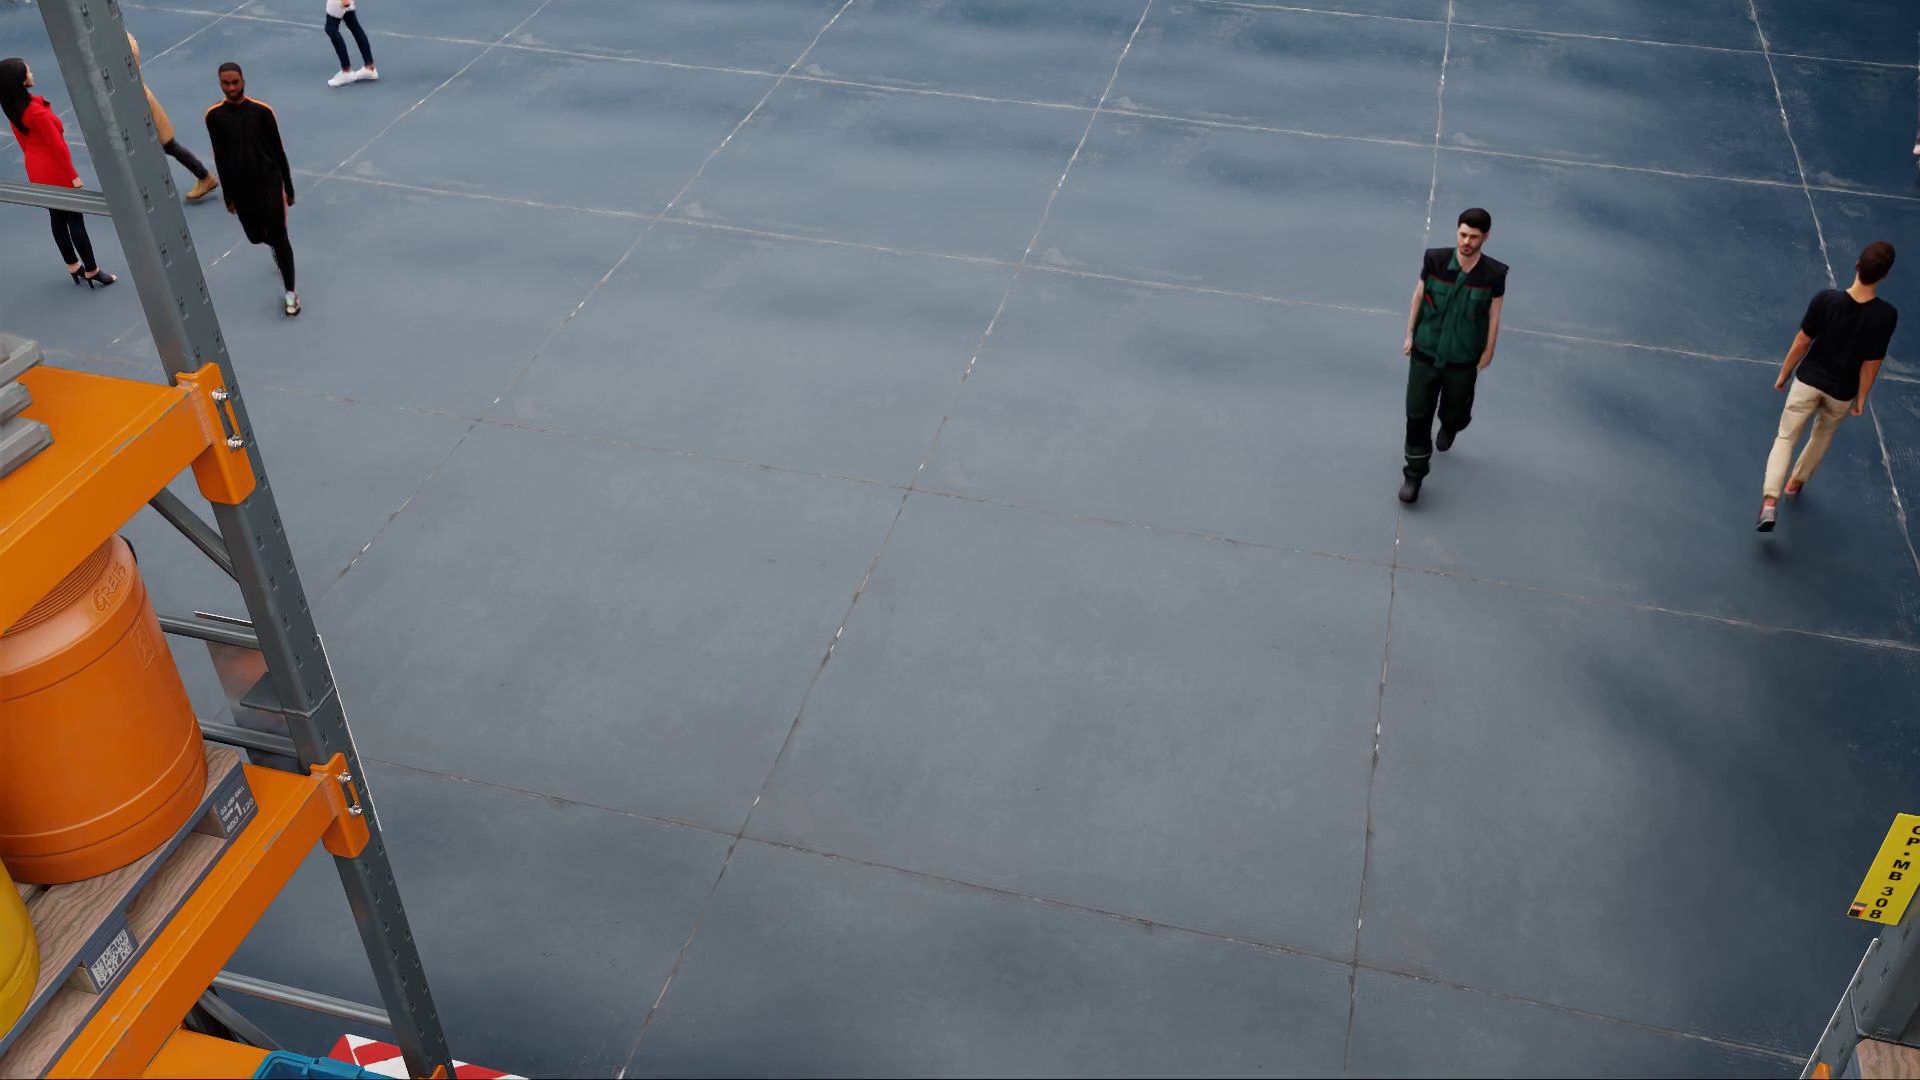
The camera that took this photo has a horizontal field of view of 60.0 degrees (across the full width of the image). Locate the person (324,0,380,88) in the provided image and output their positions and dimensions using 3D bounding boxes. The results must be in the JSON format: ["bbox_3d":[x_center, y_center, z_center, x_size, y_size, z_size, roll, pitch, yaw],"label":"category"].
[{"bbox_3d":[-5.523,-5.000,15.028,0.874,1.767,0.804,-13,40,-16],"label":"person"}]

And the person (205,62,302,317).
[{"bbox_3d":[-5.020,-2.551,11.880,0.958,1.789,1.165,-10,39,-12],"label":"person"}]

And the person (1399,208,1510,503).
[{"bbox_3d":[2.949,-1.156,10.021,0.786,1.883,1.068,16,41,19],"label":"person"}]

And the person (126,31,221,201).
[{"bbox_3d":[-6.368,-3.416,13.070,1.174,1.687,1.104,-19,42,-23],"label":"person"}]

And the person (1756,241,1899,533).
[{"bbox_3d":[5.016,-0.847,9.669,0.822,1.830,1.173,18,42,22],"label":"person"}]

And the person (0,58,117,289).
[{"bbox_3d":[-6.566,-2.645,12.033,0.674,1.748,0.682,19,42,23],"label":"person"}]
